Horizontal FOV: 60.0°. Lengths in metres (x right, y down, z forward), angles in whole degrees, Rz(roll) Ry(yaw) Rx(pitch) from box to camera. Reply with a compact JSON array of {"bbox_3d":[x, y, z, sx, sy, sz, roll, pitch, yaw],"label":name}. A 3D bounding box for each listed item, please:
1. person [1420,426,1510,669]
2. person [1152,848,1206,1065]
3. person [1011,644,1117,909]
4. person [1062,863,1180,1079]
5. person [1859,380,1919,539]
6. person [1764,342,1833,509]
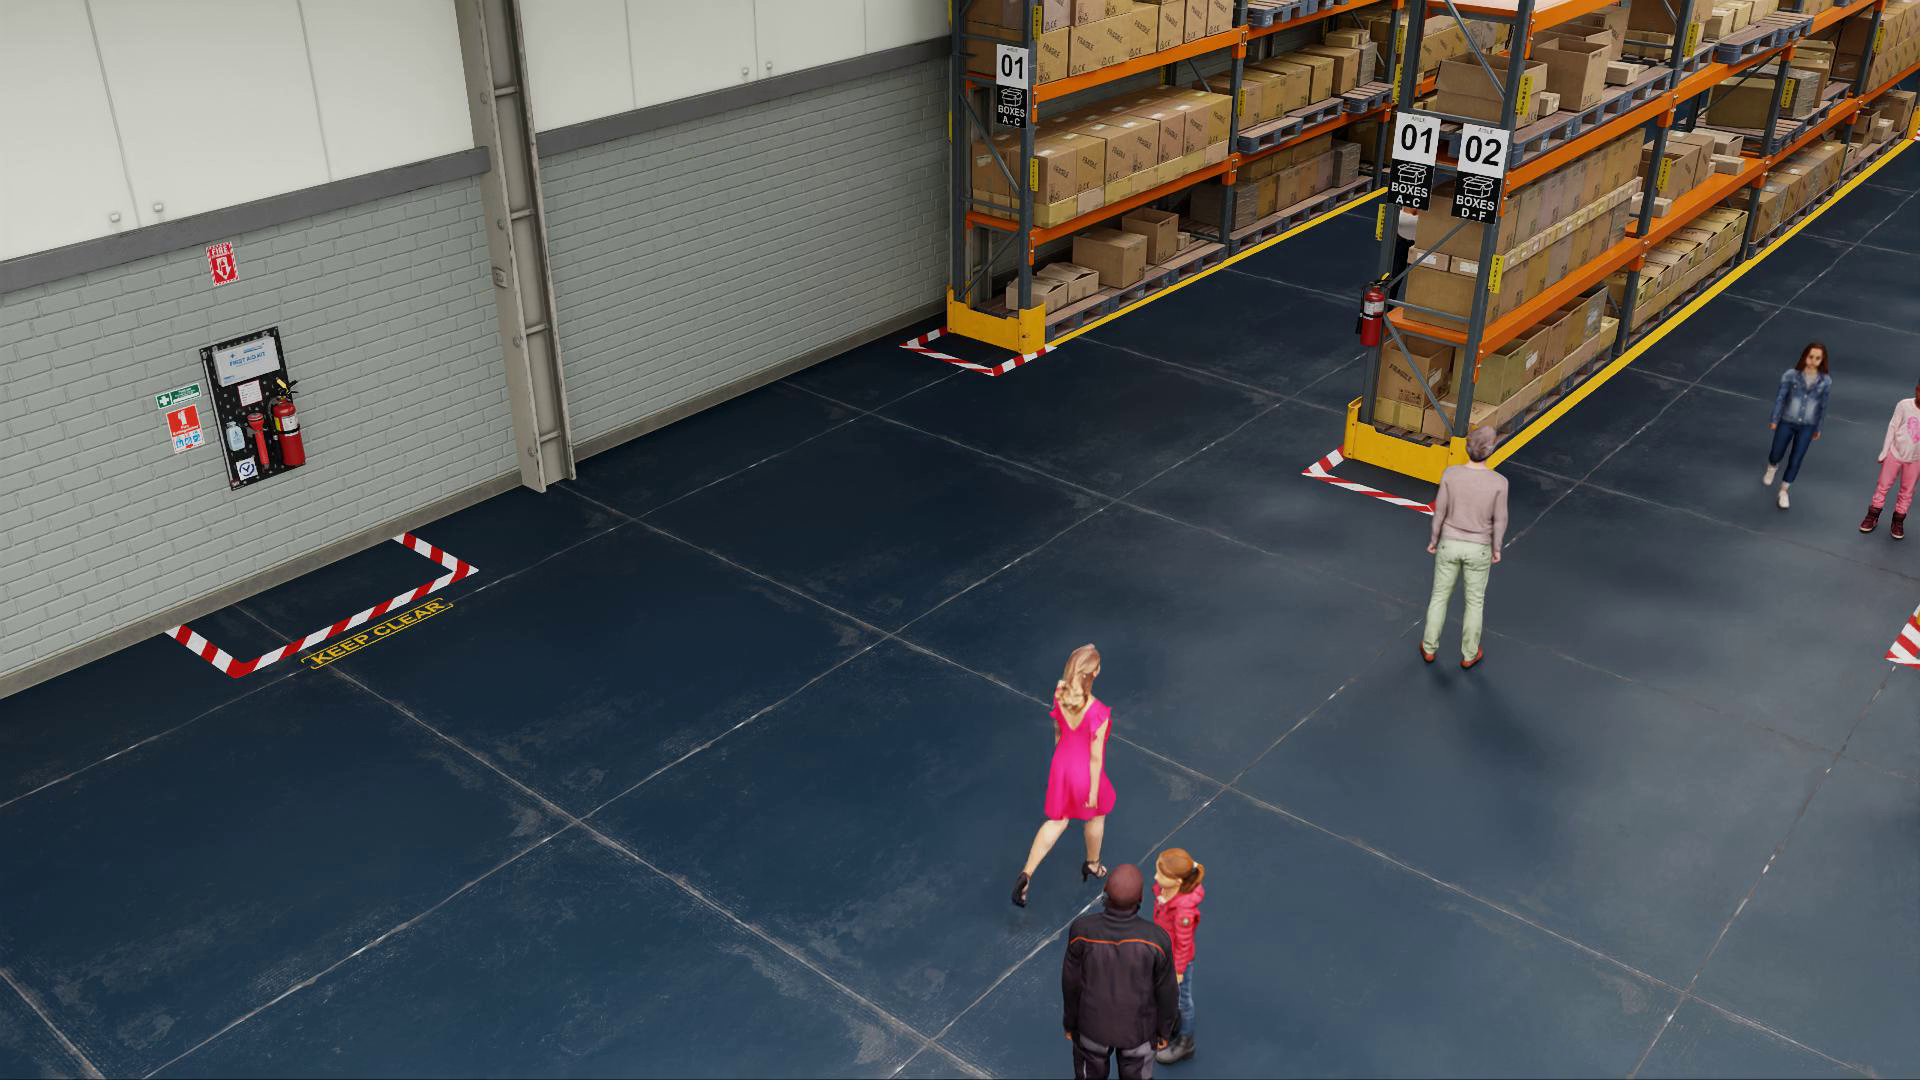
[{"bbox_3d":[3.632,0.059,11.967,0.750,1.875,0.719,10,30,18],"label":"person"},{"bbox_3d":[1.139,2.141,8.655,0.620,1.313,0.583,-8,29,-14],"label":"person"},{"bbox_3d":[0.607,1.409,9.624,0.629,1.695,1.023,25,37,38],"label":"person"},{"bbox_3d":[0.735,2.276,7.857,0.797,1.825,0.795,4,28,8],"label":"person"},{"bbox_3d":[7.922,-0.731,13.912,0.570,1.441,0.531,17,32,29],"label":"person"},{"bbox_3d":[7.275,-1.035,14.456,0.707,1.466,0.821,9,29,16],"label":"person"}]
